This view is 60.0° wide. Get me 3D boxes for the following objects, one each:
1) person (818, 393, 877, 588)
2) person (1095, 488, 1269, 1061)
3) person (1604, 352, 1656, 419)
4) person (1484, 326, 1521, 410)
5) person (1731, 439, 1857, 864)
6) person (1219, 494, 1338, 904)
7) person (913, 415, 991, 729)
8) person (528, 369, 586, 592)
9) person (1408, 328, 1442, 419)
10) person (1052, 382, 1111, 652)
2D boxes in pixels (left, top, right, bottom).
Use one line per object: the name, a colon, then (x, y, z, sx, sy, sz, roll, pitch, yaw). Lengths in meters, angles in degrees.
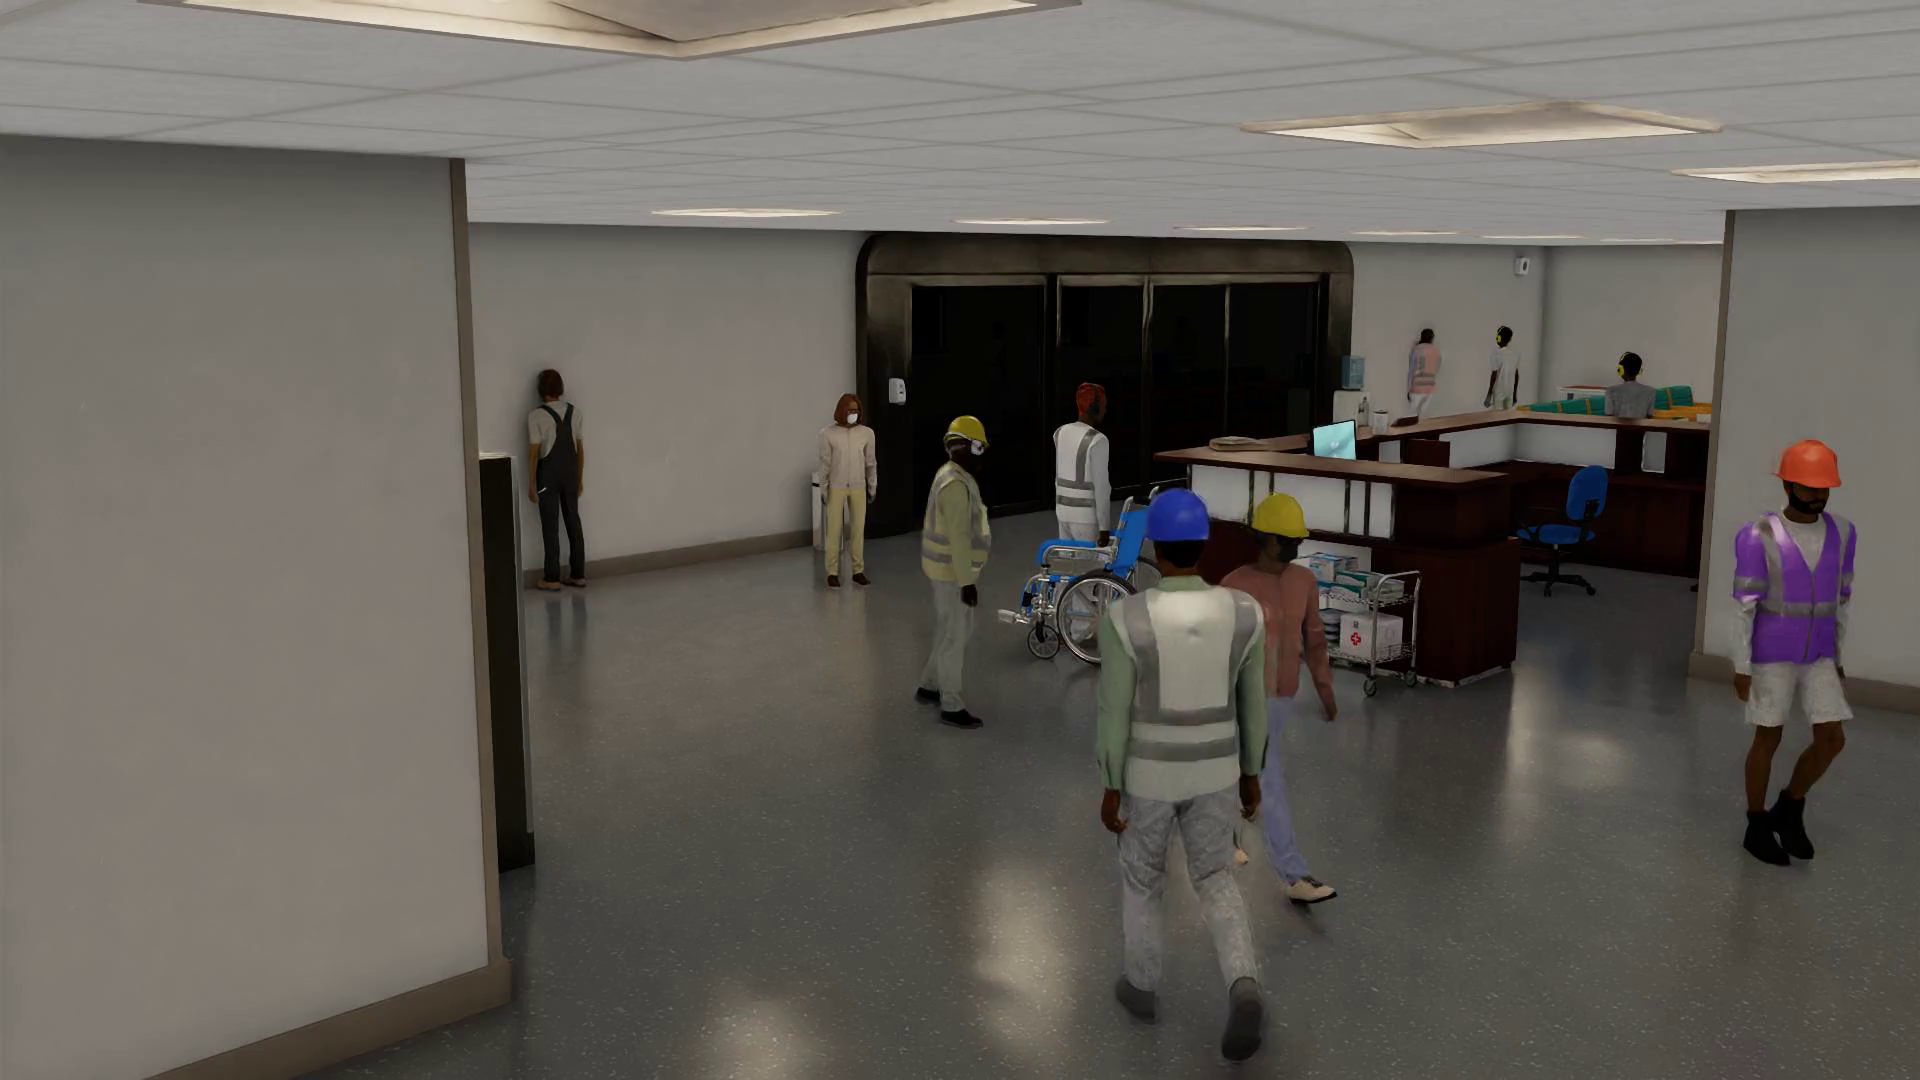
person: (-0.938, -0.415, 13.933, 0.505, 1.628, 0.286, -4, 10, -21)
person: (0.772, 0.790, 5.639, 0.620, 1.926, 0.793, -2, 10, -13)
person: (6.437, -0.879, 16.064, 0.508, 1.863, 0.327, 0, 9, 1)
person: (7.483, -2.016, 22.986, 0.521, 1.874, 0.328, -4, 10, -22)
person: (3.691, 0.507, 7.371, 0.566, 1.916, 0.434, 0, 9, -3)
person: (1.329, 0.648, 7.130, 0.527, 1.712, 0.950, -6, 11, -32)
person: (-0.055, 0.187, 9.702, 0.465, 1.811, 0.760, 1, 9, 4)
person: (-3.330, -0.492, 13.749, 0.339, 1.839, 0.507, 9, 13, 44)
person: (6.595, -2.142, 24.004, 0.725, 1.805, 0.468, -6, 11, -32)
person: (0.850, -0.155, 11.575, 0.353, 1.878, 0.582, -5, 11, -29)
